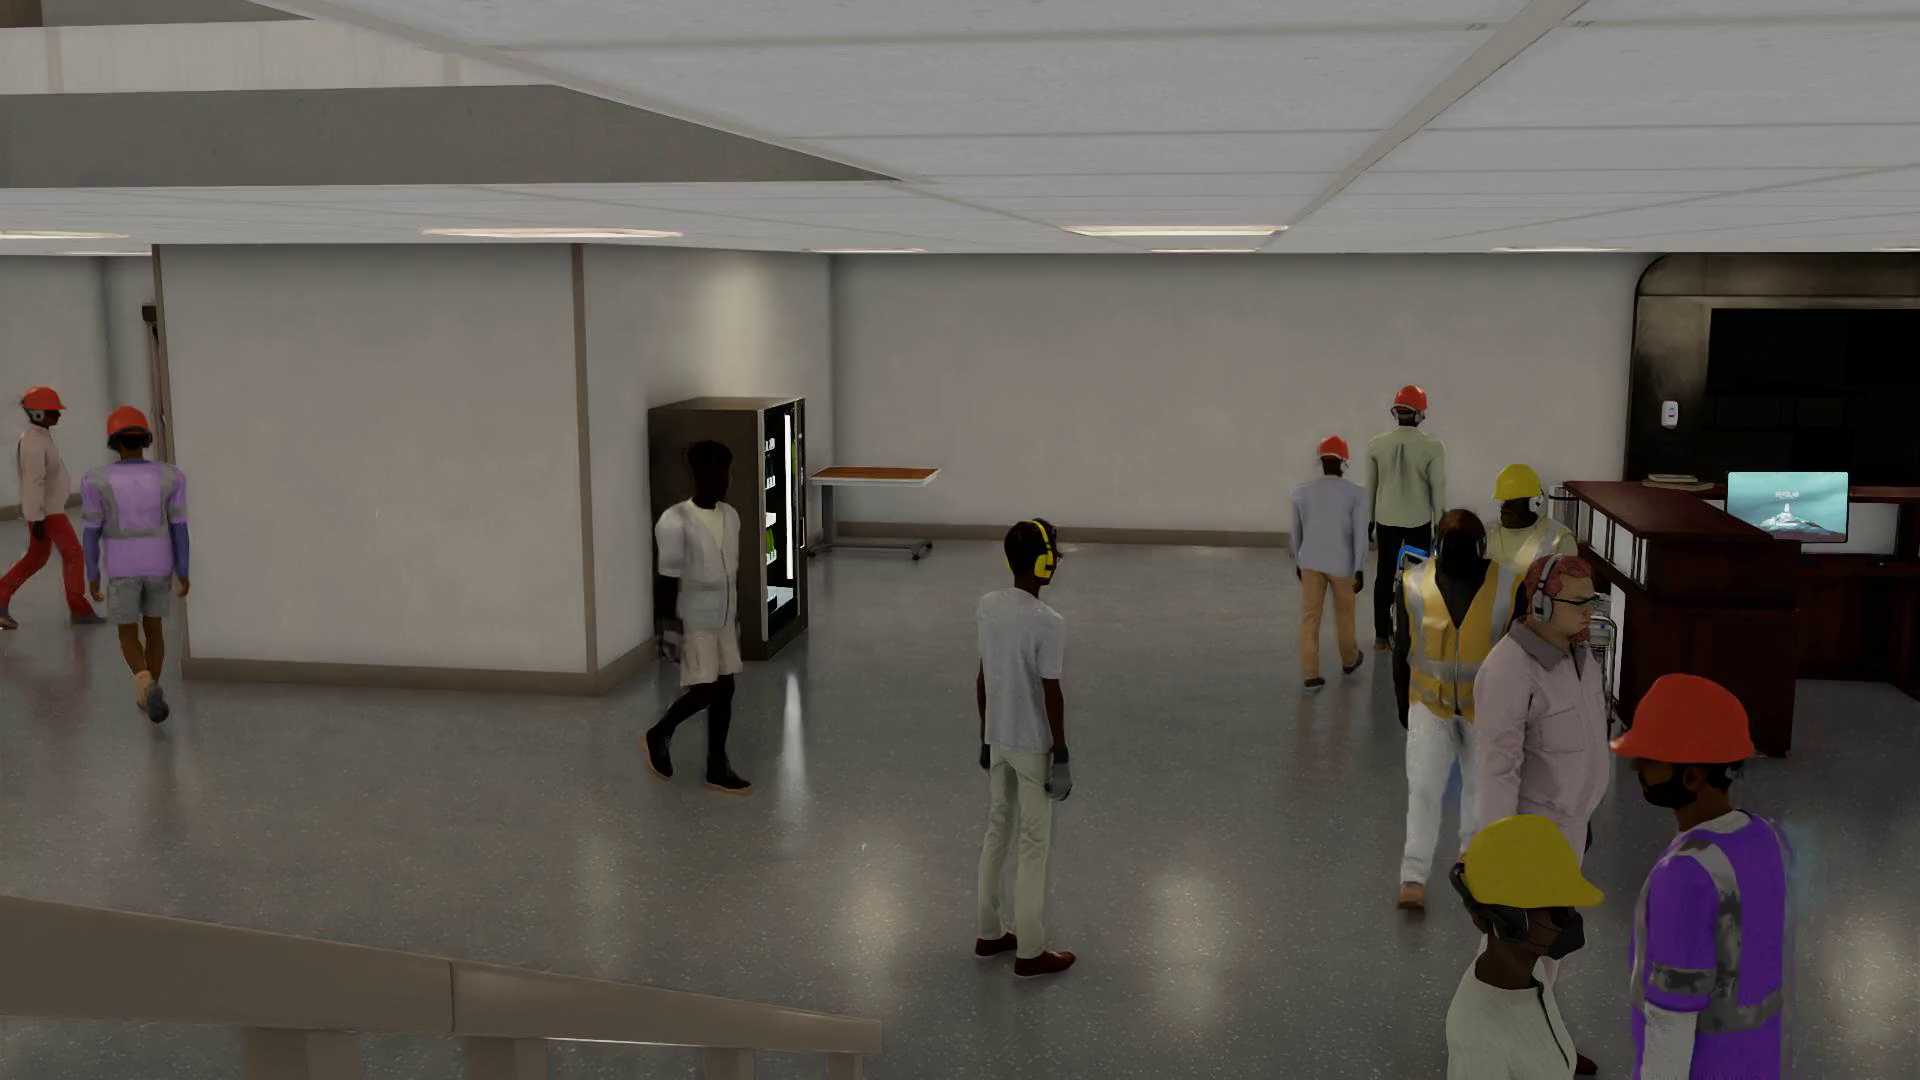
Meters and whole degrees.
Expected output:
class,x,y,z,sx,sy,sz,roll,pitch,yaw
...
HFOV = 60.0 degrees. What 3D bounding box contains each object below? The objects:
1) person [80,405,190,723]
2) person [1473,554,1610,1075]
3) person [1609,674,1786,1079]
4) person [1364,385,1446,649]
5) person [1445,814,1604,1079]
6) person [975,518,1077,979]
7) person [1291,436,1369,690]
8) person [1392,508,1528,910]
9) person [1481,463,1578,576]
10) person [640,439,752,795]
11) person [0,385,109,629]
class,x,y,z,sx,sy,sz,roll,pitch,yaw
person,-5.132,0.167,10.425,0.605,2.019,0.834,-6,11,-34
person,2.011,0.983,5.733,0.399,1.901,0.650,9,13,43
person,1.721,1.259,3.949,0.588,1.924,0.391,-8,12,-41
person,3.325,-0.155,12.434,0.612,1.996,0.388,6,11,33
person,1.113,1.421,3.413,0.301,1.772,0.524,4,10,25
person,0.258,0.837,6.746,0.321,1.861,0.514,-7,12,-38
person,2.571,0.139,11.473,0.580,1.708,0.852,5,11,29
person,2.242,0.752,7.475,0.635,1.792,0.946,4,10,22
person,3.021,0.488,9.027,0.416,1.822,0.599,-8,12,-42
person,-1.420,0.417,9.018,0.545,1.952,0.615,6,11,32
person,-7.317,-0.242,13.152,0.917,1.970,0.625,-6,11,-32
